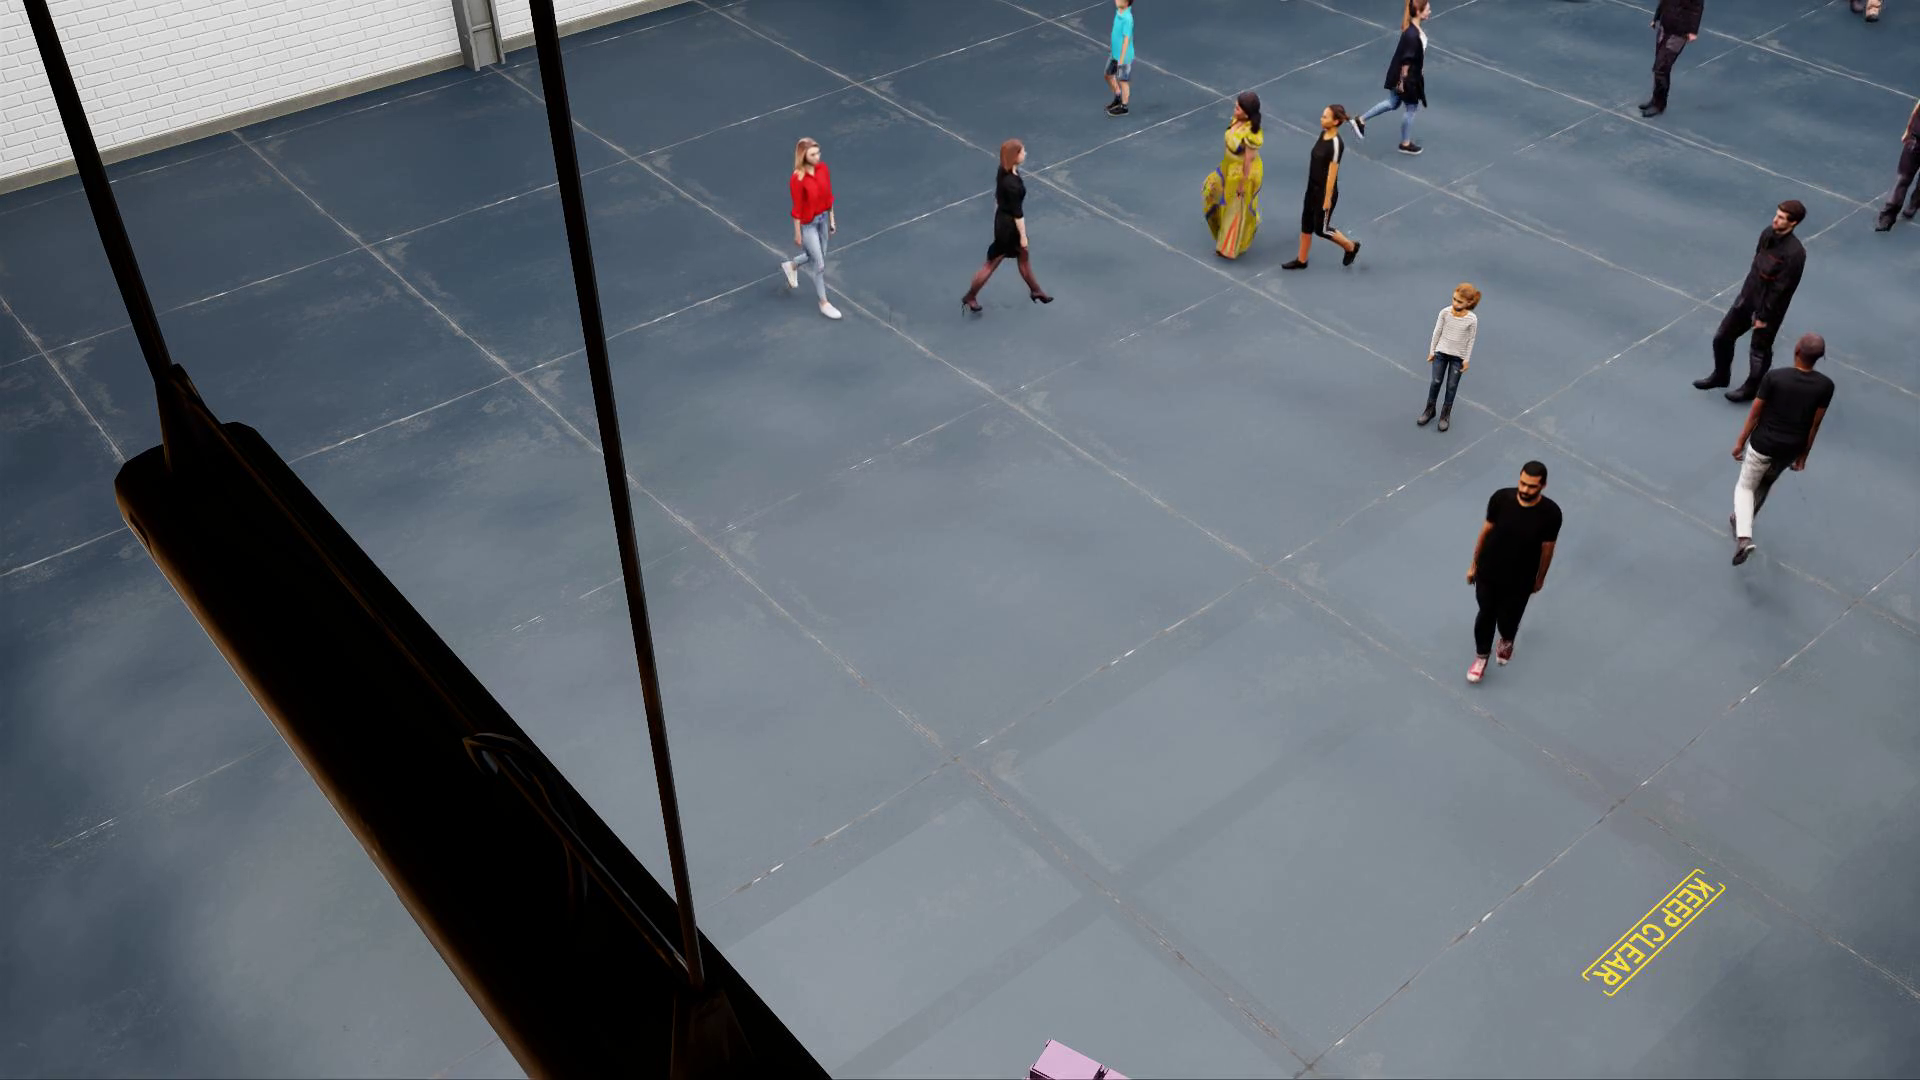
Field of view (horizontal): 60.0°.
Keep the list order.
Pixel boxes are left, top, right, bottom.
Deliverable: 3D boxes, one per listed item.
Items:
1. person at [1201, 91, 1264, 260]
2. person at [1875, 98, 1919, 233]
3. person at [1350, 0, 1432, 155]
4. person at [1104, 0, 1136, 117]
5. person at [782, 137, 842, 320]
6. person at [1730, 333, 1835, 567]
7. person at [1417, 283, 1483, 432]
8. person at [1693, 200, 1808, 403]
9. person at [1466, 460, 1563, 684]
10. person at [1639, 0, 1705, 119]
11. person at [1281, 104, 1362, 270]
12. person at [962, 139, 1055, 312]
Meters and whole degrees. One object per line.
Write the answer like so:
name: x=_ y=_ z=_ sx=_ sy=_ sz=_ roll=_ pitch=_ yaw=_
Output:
person: x=2.693 y=-3.423 z=15.562 sx=0.996 sy=1.649 sz=0.900 roll=-9 pitch=39 yaw=-11
person: x=9.364 y=-3.861 z=15.987 sx=0.795 sy=1.802 sz=1.234 roll=29 pitch=47 yaw=31
person: x=4.543 y=-4.836 z=17.322 sx=1.058 sy=1.662 sz=1.046 roll=7 pitch=39 yaw=9
person: x=1.830 y=-5.333 z=18.117 sx=0.630 sy=1.445 sz=0.619 roll=-9 pitch=40 yaw=-12
person: x=-1.361 y=-2.811 z=14.765 sx=0.798 sy=1.687 sz=0.974 roll=27 pitch=46 yaw=30
person: x=5.864 y=-0.612 z=11.936 sx=1.054 sy=1.781 sz=1.174 roll=7 pitch=39 yaw=9
person: x=3.964 y=-1.493 z=13.414 sx=0.532 sy=1.313 sz=0.544 roll=19 pitch=42 yaw=22
person: x=6.623 y=-1.927 z=13.550 sx=0.894 sy=1.821 sz=0.865 roll=-8 pitch=39 yaw=-10
person: x=3.635 y=0.172 z=10.982 sx=0.733 sy=1.747 sz=0.799 roll=22 pitch=43 yaw=25
person: x=7.802 y=-5.534 z=18.009 sx=0.813 sy=1.894 sz=0.808 roll=-12 pitch=40 yaw=-15
person: x=3.408 y=-3.217 z=15.302 sx=1.032 sy=1.653 sz=0.900 roll=-3 pitch=39 yaw=-4
person: x=0.331 y=-2.685 z=14.668 sx=1.163 sy=1.611 sz=0.951 roll=-8 pitch=39 yaw=-10
